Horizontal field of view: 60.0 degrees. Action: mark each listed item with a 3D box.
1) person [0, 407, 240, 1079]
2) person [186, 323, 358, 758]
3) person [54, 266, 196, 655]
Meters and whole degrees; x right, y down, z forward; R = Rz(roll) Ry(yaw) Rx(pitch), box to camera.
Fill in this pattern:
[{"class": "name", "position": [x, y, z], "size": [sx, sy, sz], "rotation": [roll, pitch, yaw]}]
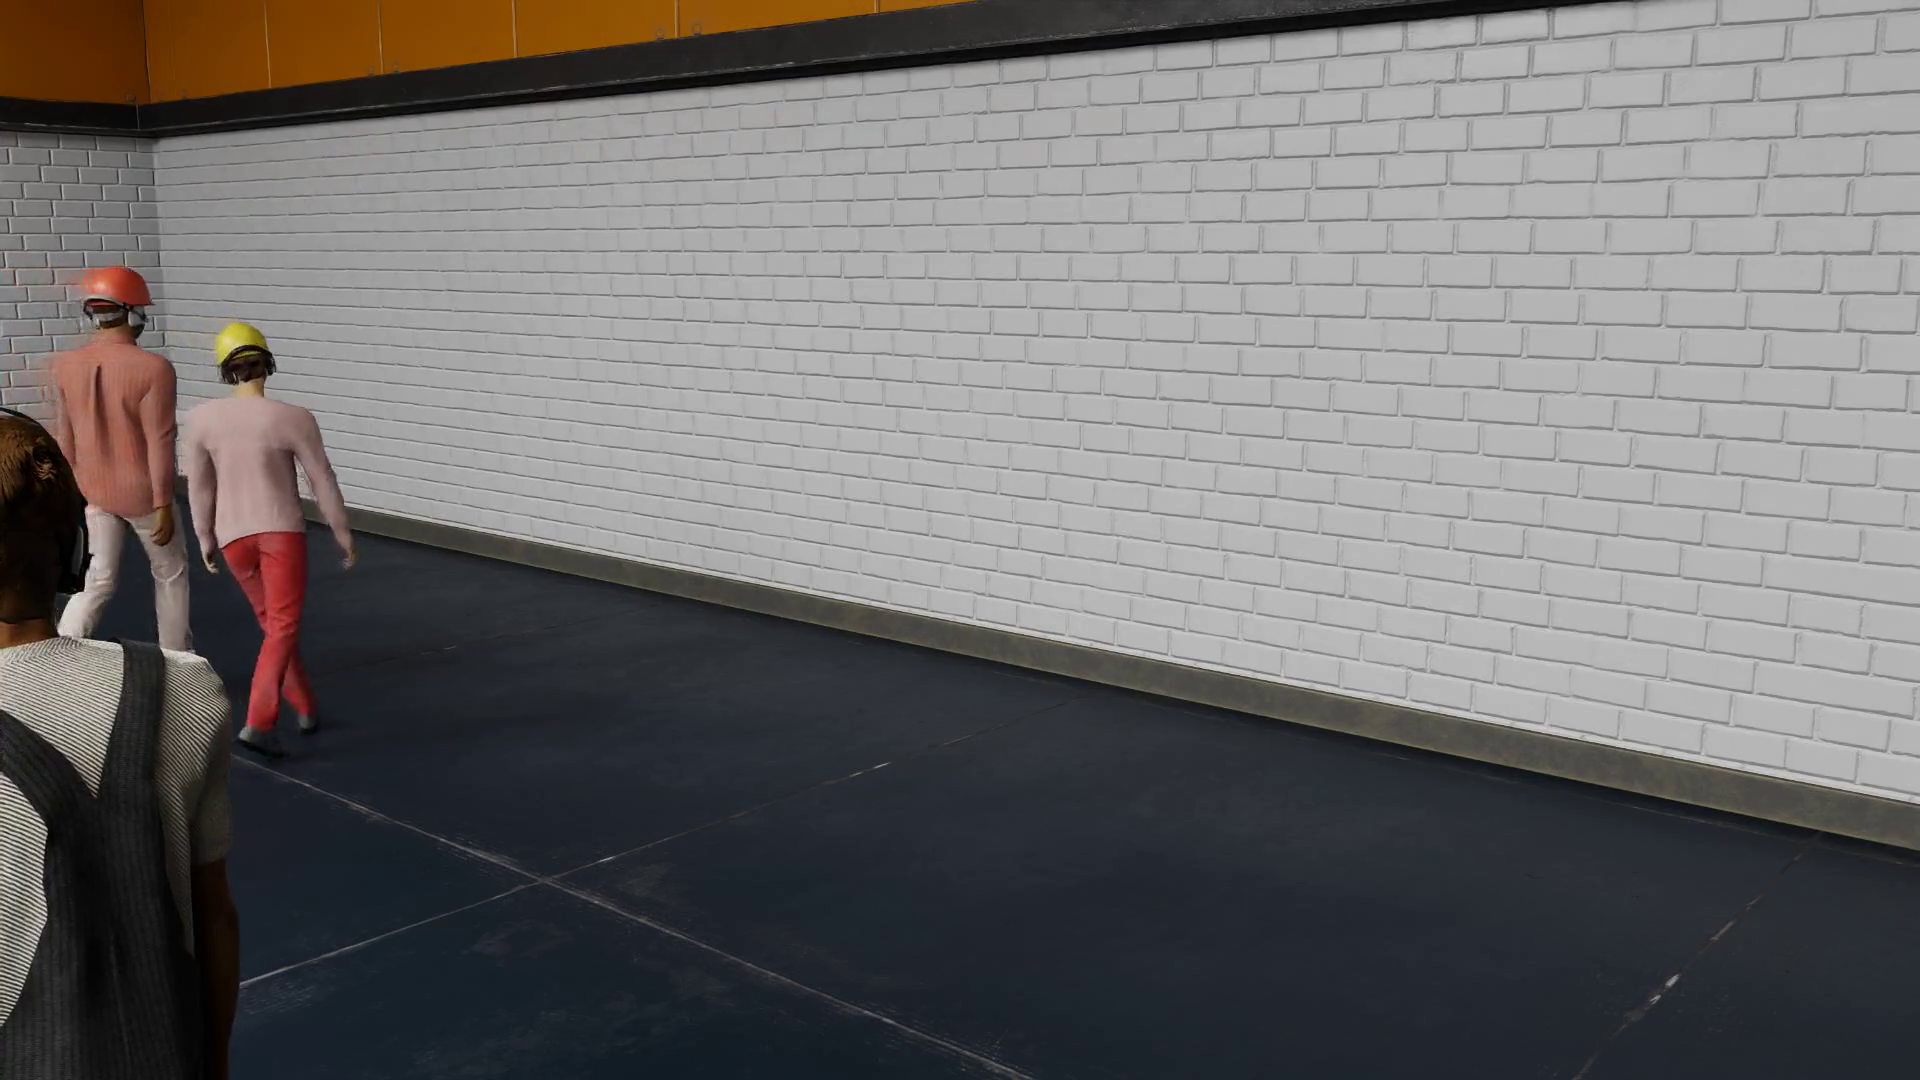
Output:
[{"class": "person", "position": [-1.103, 0.757, 2.027], "size": [0.345, 1.846, 0.507], "rotation": [5, 11, 26]}, {"class": "person", "position": [-2.795, 0.005, 6.670], "size": [0.629, 1.722, 0.726], "rotation": [-1, 10, -4]}, {"class": "person", "position": [-3.675, -0.202, 7.205], "size": [0.613, 1.960, 0.964], "rotation": [2, 10, 10]}]
